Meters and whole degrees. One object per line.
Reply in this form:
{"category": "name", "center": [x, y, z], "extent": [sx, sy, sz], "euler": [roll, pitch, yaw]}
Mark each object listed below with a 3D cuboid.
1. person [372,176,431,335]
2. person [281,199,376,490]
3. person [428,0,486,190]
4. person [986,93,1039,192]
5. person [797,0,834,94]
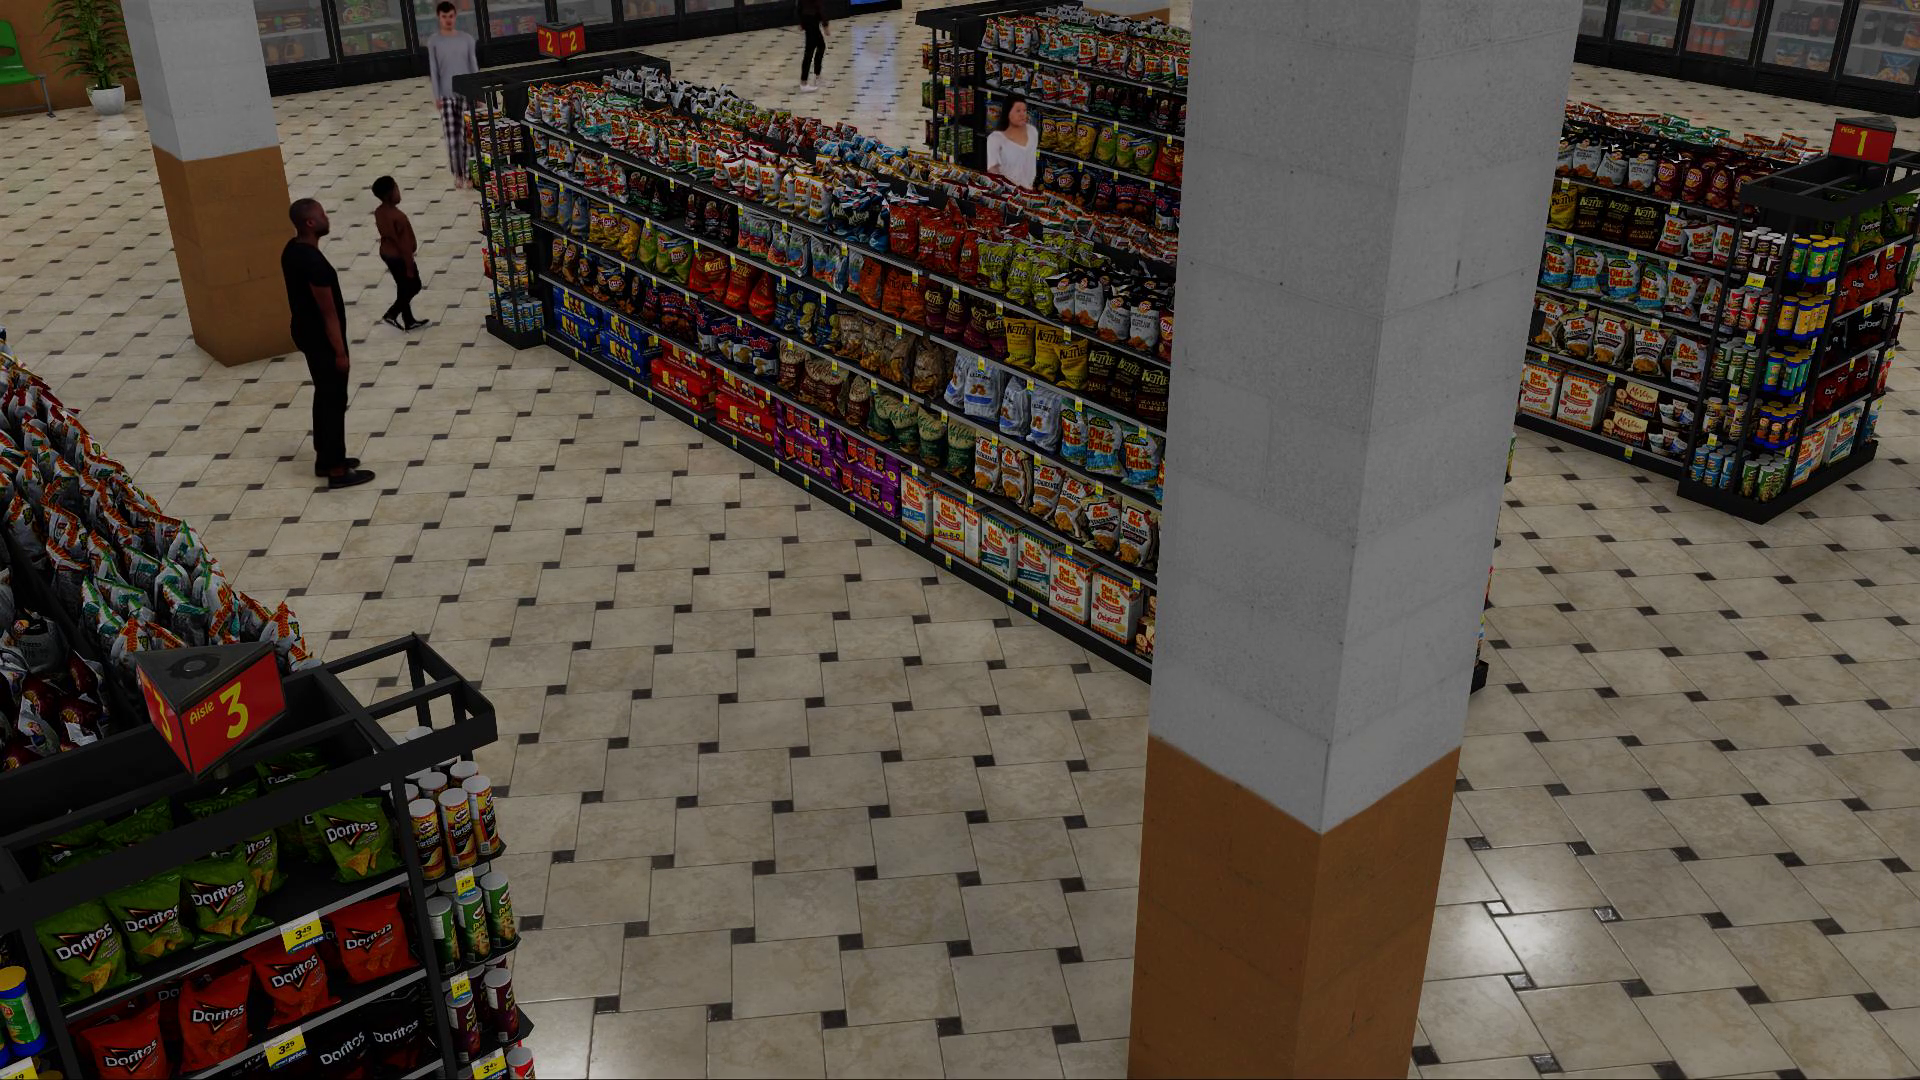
{"category": "person", "center": [-4.401, -2.177, 12.856], "extent": [0.661, 1.246, 0.655], "euler": [20, 33, 34]}
{"category": "person", "center": [-3.970, -1.218, 10.338], "extent": [0.744, 1.814, 0.528], "euler": [-17, 32, -30]}
{"category": "person", "center": [-5.041, -4.469, 16.723], "extent": [0.740, 1.836, 0.783], "euler": [-8, 28, -15]}
{"category": "person", "center": [0.380, -2.873, 13.789], "extent": [0.768, 1.643, 1.093], "euler": [-17, 31, -30]}
{"category": "person", "center": [-1.938, -6.447, 20.788], "extent": [0.787, 1.687, 0.731], "euler": [-11, 29, -20]}
